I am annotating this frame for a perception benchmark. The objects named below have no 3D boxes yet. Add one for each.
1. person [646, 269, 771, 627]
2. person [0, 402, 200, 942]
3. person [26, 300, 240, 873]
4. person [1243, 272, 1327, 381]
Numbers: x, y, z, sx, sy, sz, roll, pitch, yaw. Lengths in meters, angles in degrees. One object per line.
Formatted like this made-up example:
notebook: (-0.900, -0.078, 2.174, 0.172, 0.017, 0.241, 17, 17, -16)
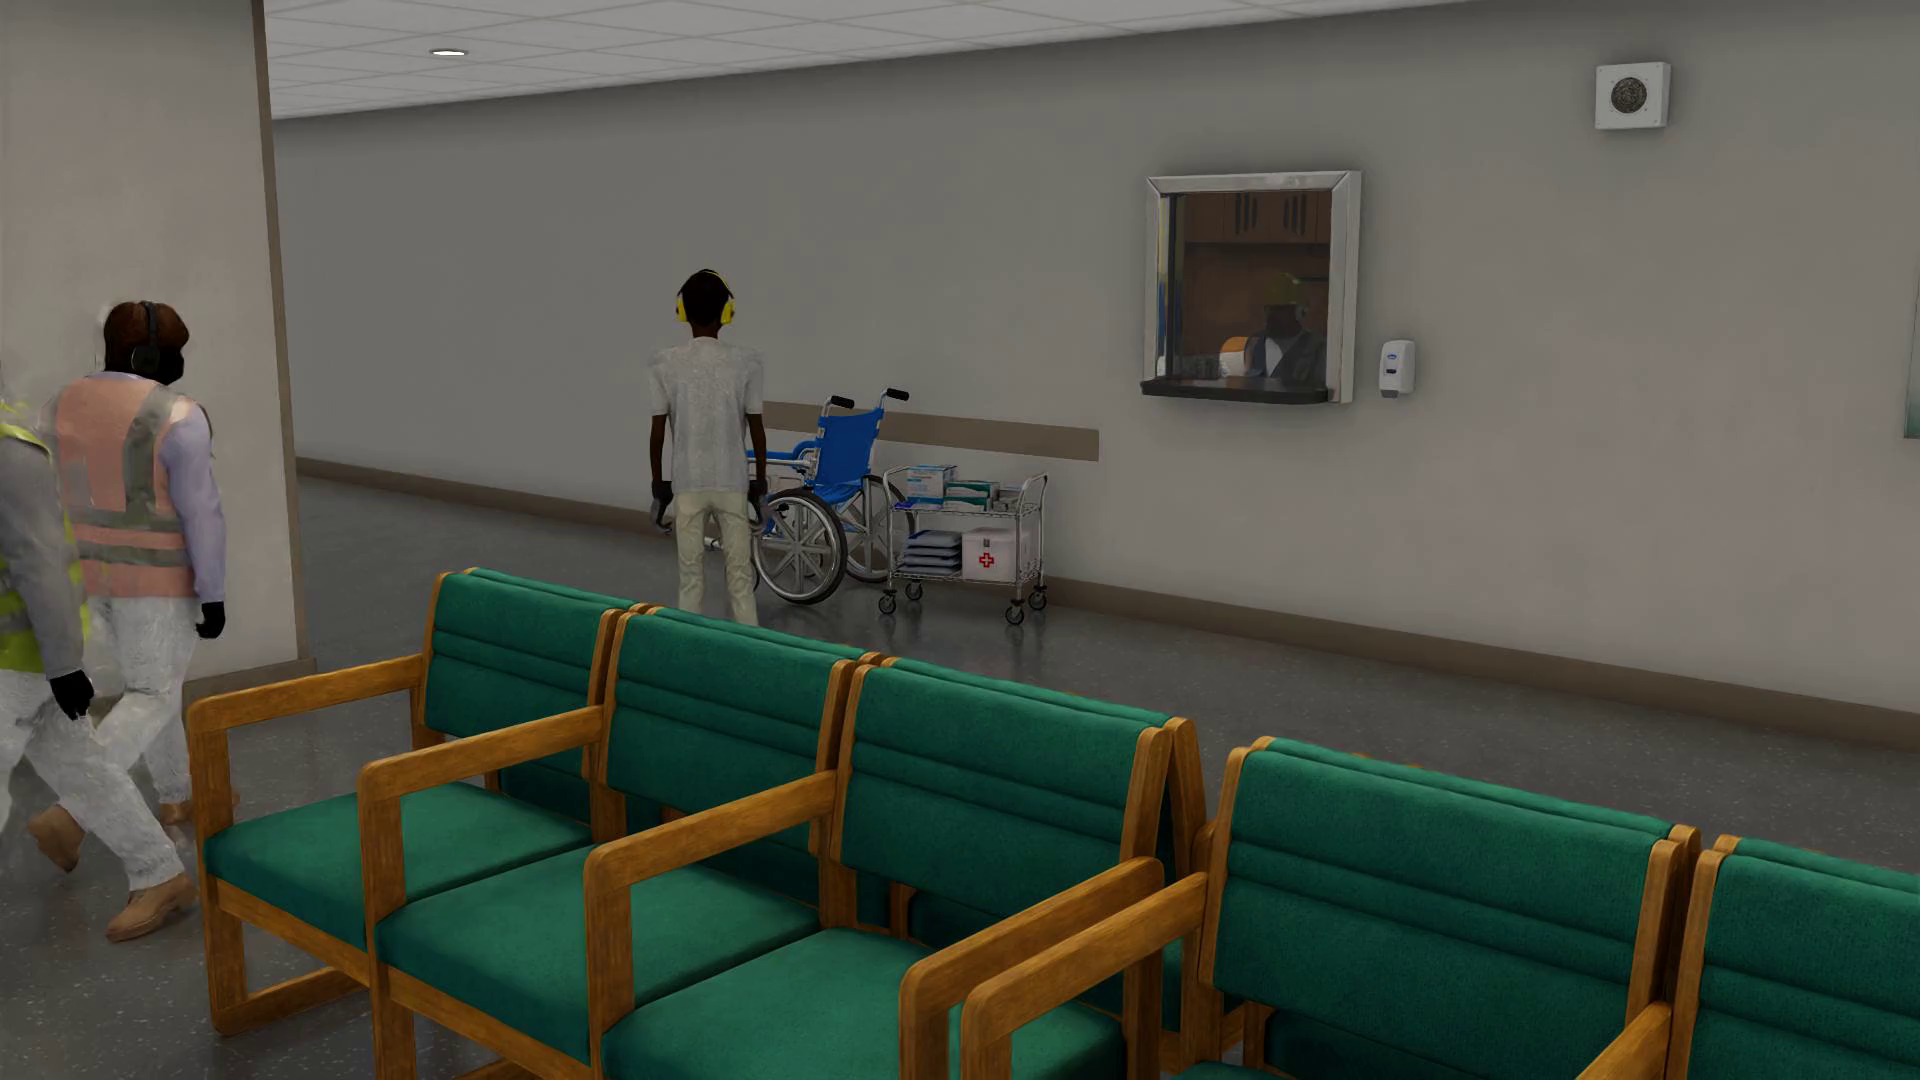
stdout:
person: (-1.060, -0.198, 7.027, 0.513, 1.872, 0.331, -1, 10, -5)
person: (-2.596, 0.292, 4.517, 0.943, 1.790, 0.651, -8, 13, -39)
person: (-2.662, 0.142, 5.302, 0.630, 1.806, 0.853, 4, 11, 20)
person: (1.716, -0.509, 8.910, 0.597, 1.828, 0.403, 10, 14, 44)
